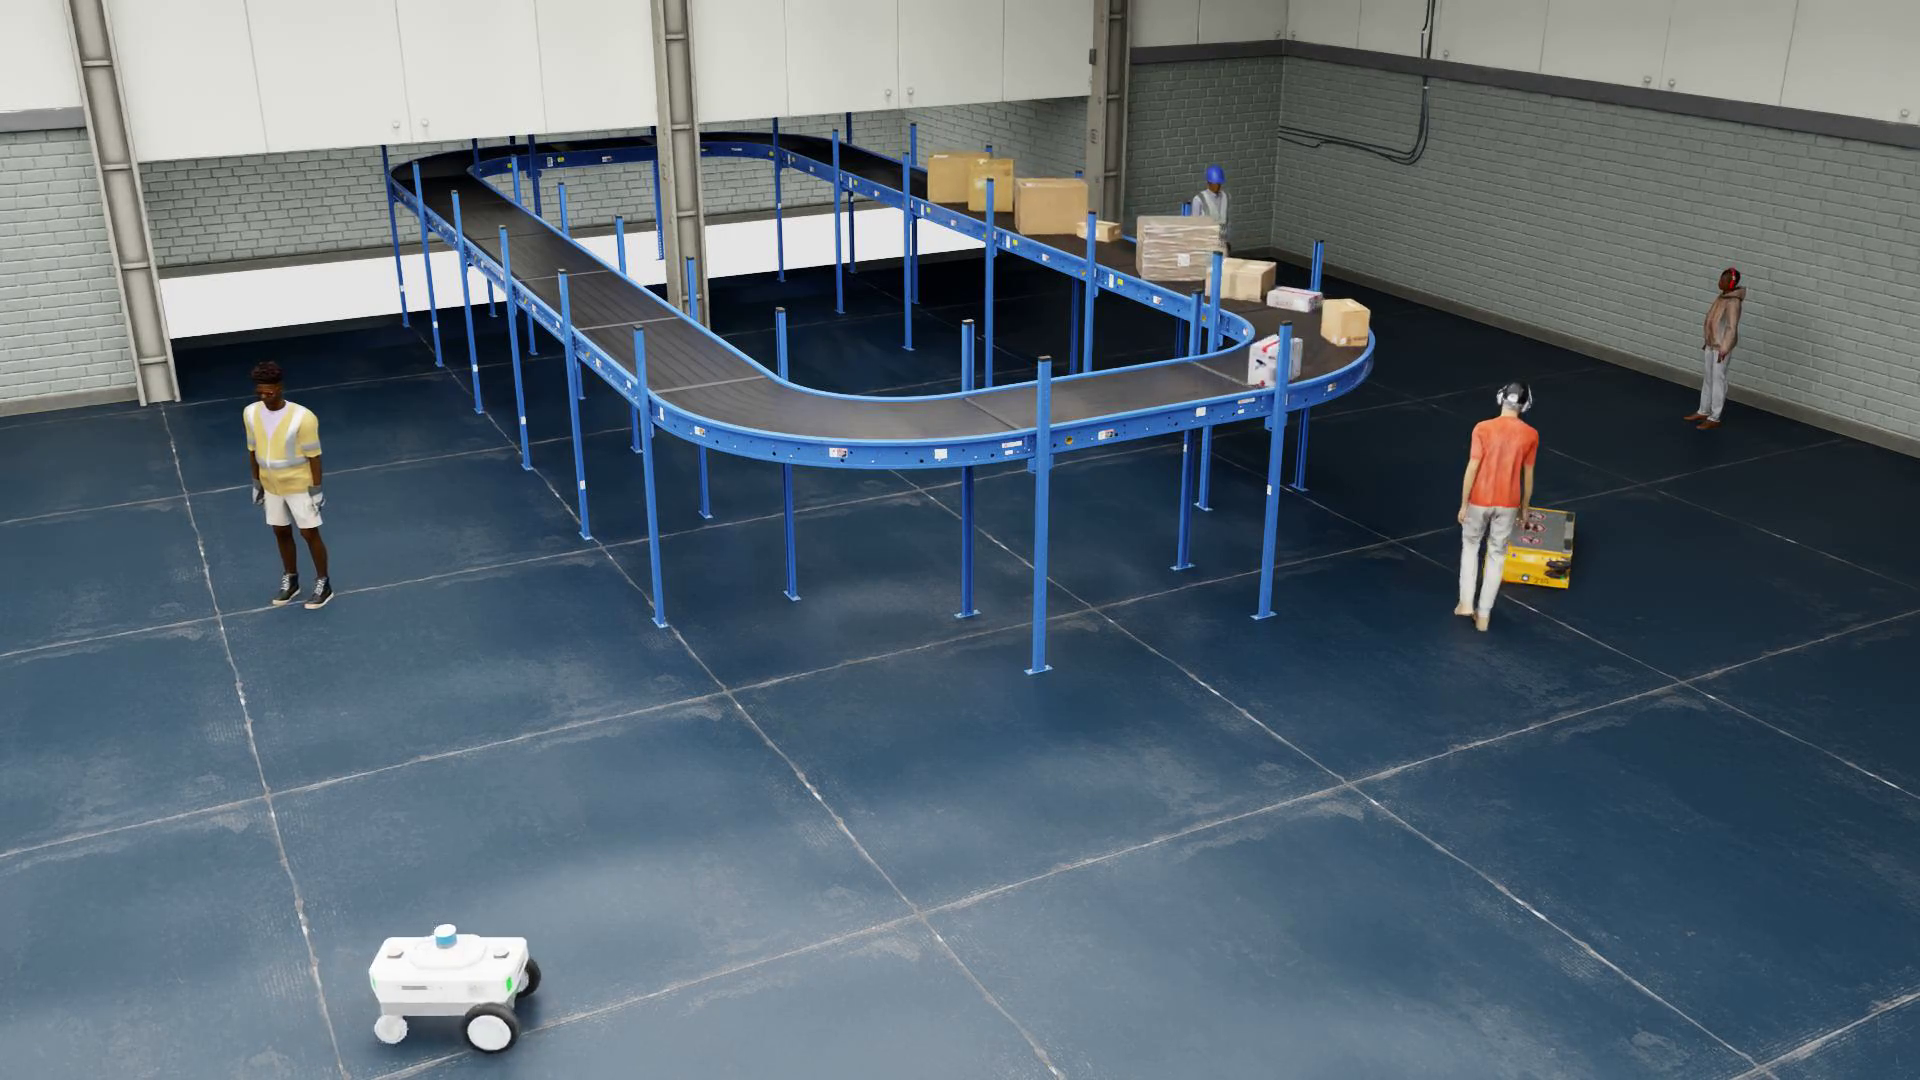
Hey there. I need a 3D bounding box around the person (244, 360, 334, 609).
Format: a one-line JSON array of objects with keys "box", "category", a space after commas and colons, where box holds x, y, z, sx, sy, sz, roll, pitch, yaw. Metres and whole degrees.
[{"box": [-5.122, -0.423, 12.677, 0.604, 1.958, 0.370, 6, 23, 14], "category": "person"}]

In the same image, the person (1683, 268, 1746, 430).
[{"box": [7.685, -1.942, 16.827, 0.338, 1.651, 0.457, 1, 22, 1], "category": "person"}]

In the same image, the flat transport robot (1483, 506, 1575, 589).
[{"box": [4.737, 0.024, 13.815, 0.659, 0.231, 1.431, 8, 23, 19], "category": "flat transport robot"}]

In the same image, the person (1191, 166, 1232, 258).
[{"box": [3.158, -3.742, 20.918, 0.627, 1.927, 0.410, -12, 25, -27], "category": "person"}]

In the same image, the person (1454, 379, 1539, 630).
[{"box": [3.994, -0.275, 12.409, 0.508, 1.876, 0.584, 5, 23, 13], "category": "person"}]

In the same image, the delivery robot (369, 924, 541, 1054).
[{"box": [-2.476, 2.153, 8.146, 0.757, 0.575, 0.499, 0, 22, 0], "category": "delivery robot"}]
